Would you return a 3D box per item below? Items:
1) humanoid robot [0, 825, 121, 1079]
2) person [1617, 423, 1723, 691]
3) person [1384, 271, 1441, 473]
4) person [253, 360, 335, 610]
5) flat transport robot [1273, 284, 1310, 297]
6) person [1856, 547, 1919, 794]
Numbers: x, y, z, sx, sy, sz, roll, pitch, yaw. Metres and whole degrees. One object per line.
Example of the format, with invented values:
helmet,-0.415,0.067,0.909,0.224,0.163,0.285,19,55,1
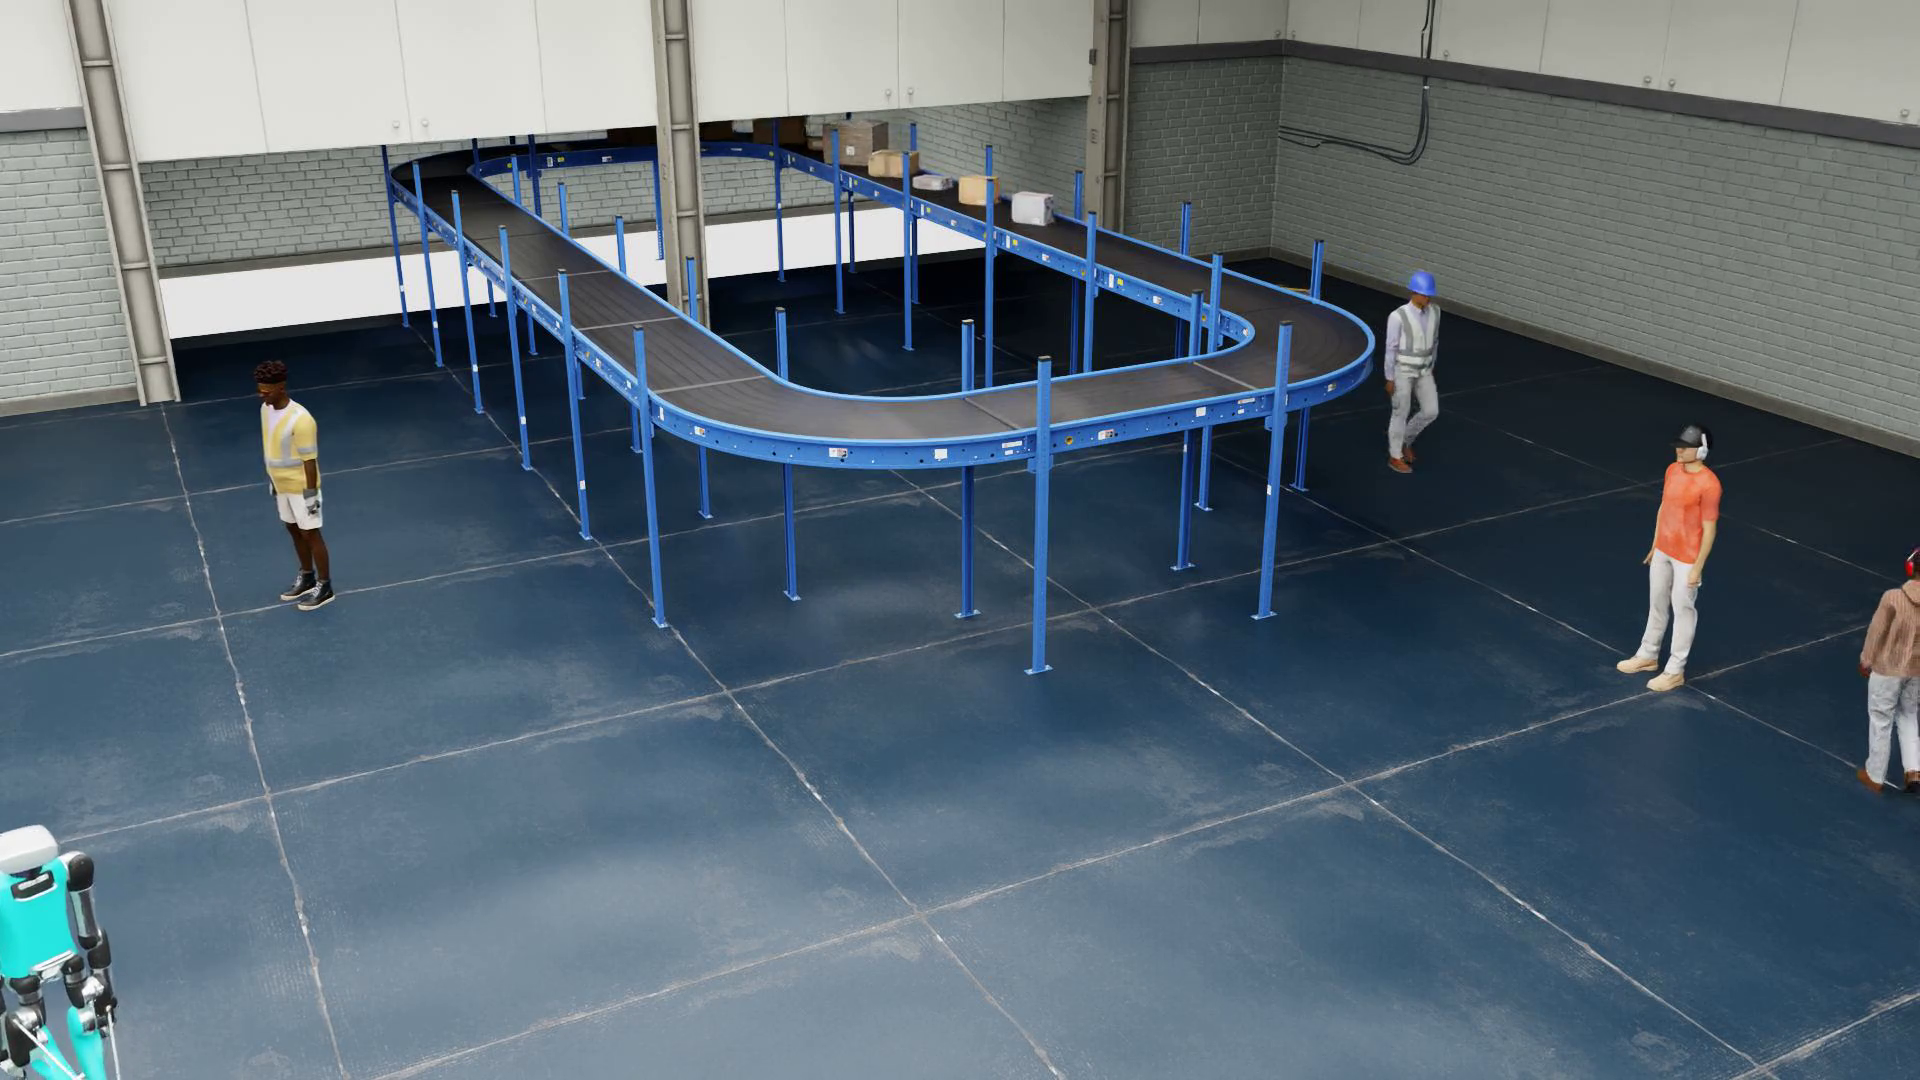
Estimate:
humanoid robot,-3.629,2.060,6.878,1.047,1.757,0.556,15,27,33
person,4.902,0.114,11.406,0.412,1.912,0.477,-7,23,-17
person,4.223,-1.562,15.517,0.644,1.928,0.463,-11,24,-25
person,-5.086,-0.432,12.695,0.603,1.958,0.377,18,28,37
flat transport robot,4.171,-3.006,21.306,0.659,0.231,1.431,7,23,18
person,5.707,0.806,10.059,0.459,1.635,0.407,3,22,6
